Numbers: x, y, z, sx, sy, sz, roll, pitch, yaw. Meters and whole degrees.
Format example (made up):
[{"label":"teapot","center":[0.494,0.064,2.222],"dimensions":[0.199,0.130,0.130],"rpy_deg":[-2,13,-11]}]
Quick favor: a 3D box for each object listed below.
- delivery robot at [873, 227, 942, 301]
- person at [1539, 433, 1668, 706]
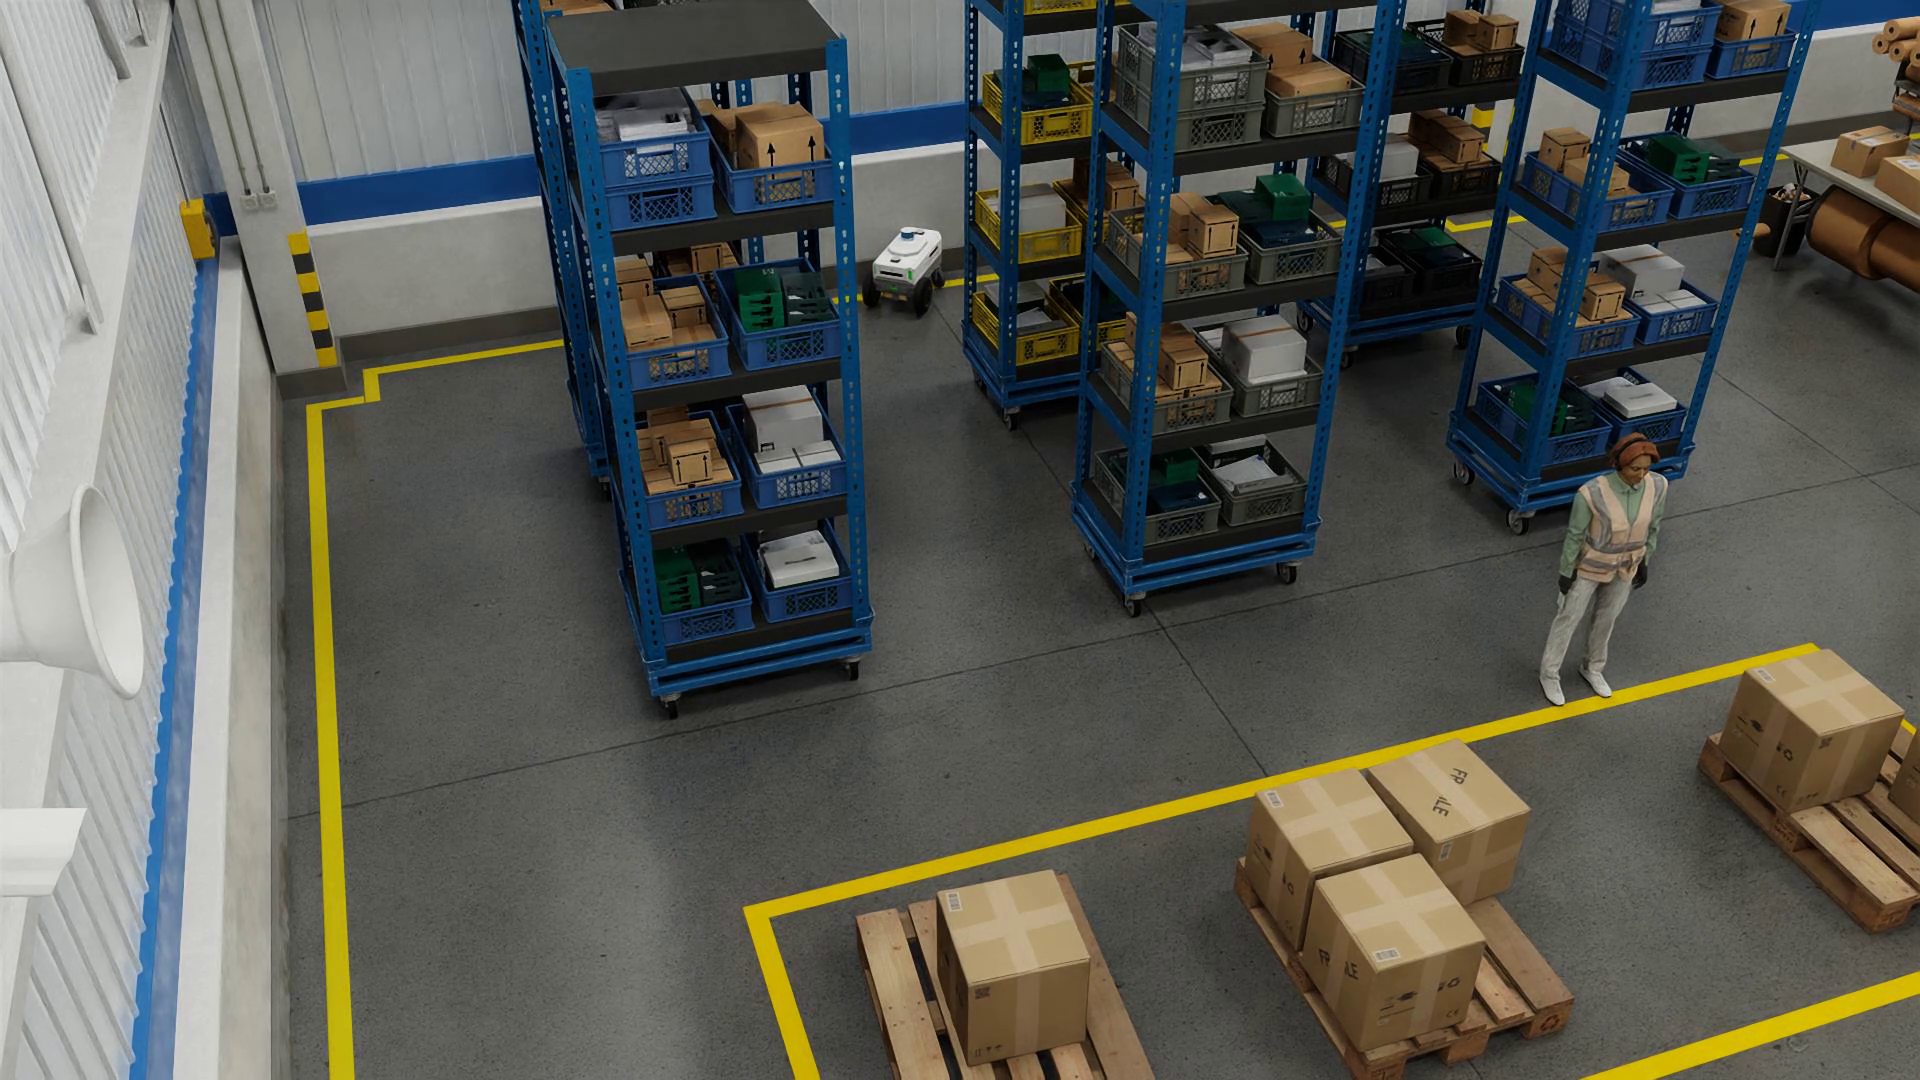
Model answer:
[{"label":"delivery robot","center":[-0.399,-2.164,12.776],"dimensions":[0.477,0.478,0.707],"rpy_deg":[11,37,16]},{"label":"person","center":[3.341,0.149,8.649],"dimensions":[0.509,1.631,0.310],"rpy_deg":[-7,36,-10]}]
